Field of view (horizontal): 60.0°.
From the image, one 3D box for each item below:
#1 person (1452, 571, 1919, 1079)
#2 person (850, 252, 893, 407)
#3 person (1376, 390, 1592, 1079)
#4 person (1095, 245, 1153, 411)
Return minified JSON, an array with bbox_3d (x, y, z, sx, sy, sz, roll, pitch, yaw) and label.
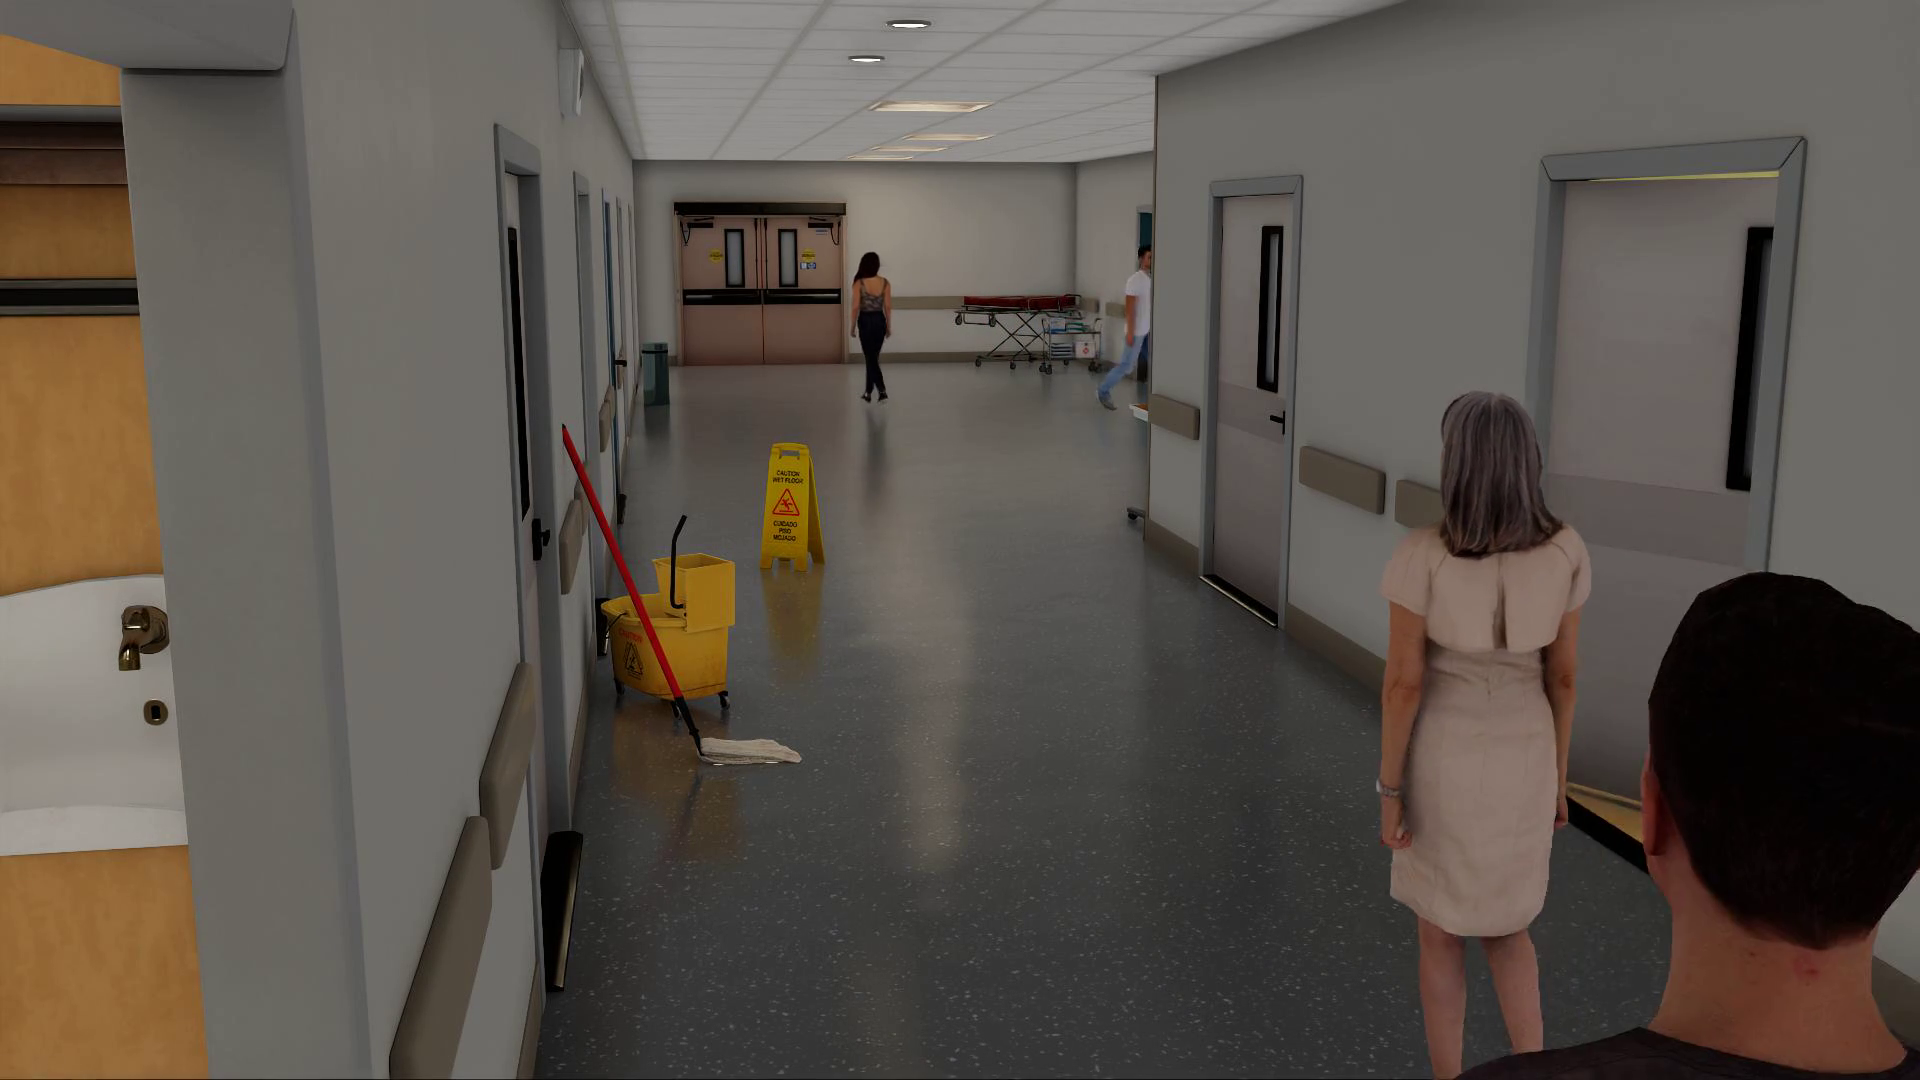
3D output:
[{"bbox_3d":[0.480,0.965,1.082,0.767,1.830,1.151,0,11,-1],"label":"person"},{"bbox_3d":[-0.963,-2.334,18.745,0.805,1.726,1.233,-4,12,-22],"label":"person"},{"bbox_3d":[1.109,0.569,3.462,0.665,1.721,0.870,0,11,-2],"label":"person"},{"bbox_3d":[1.891,-2.291,18.266,1.277,1.821,1.148,9,14,38],"label":"person"}]
